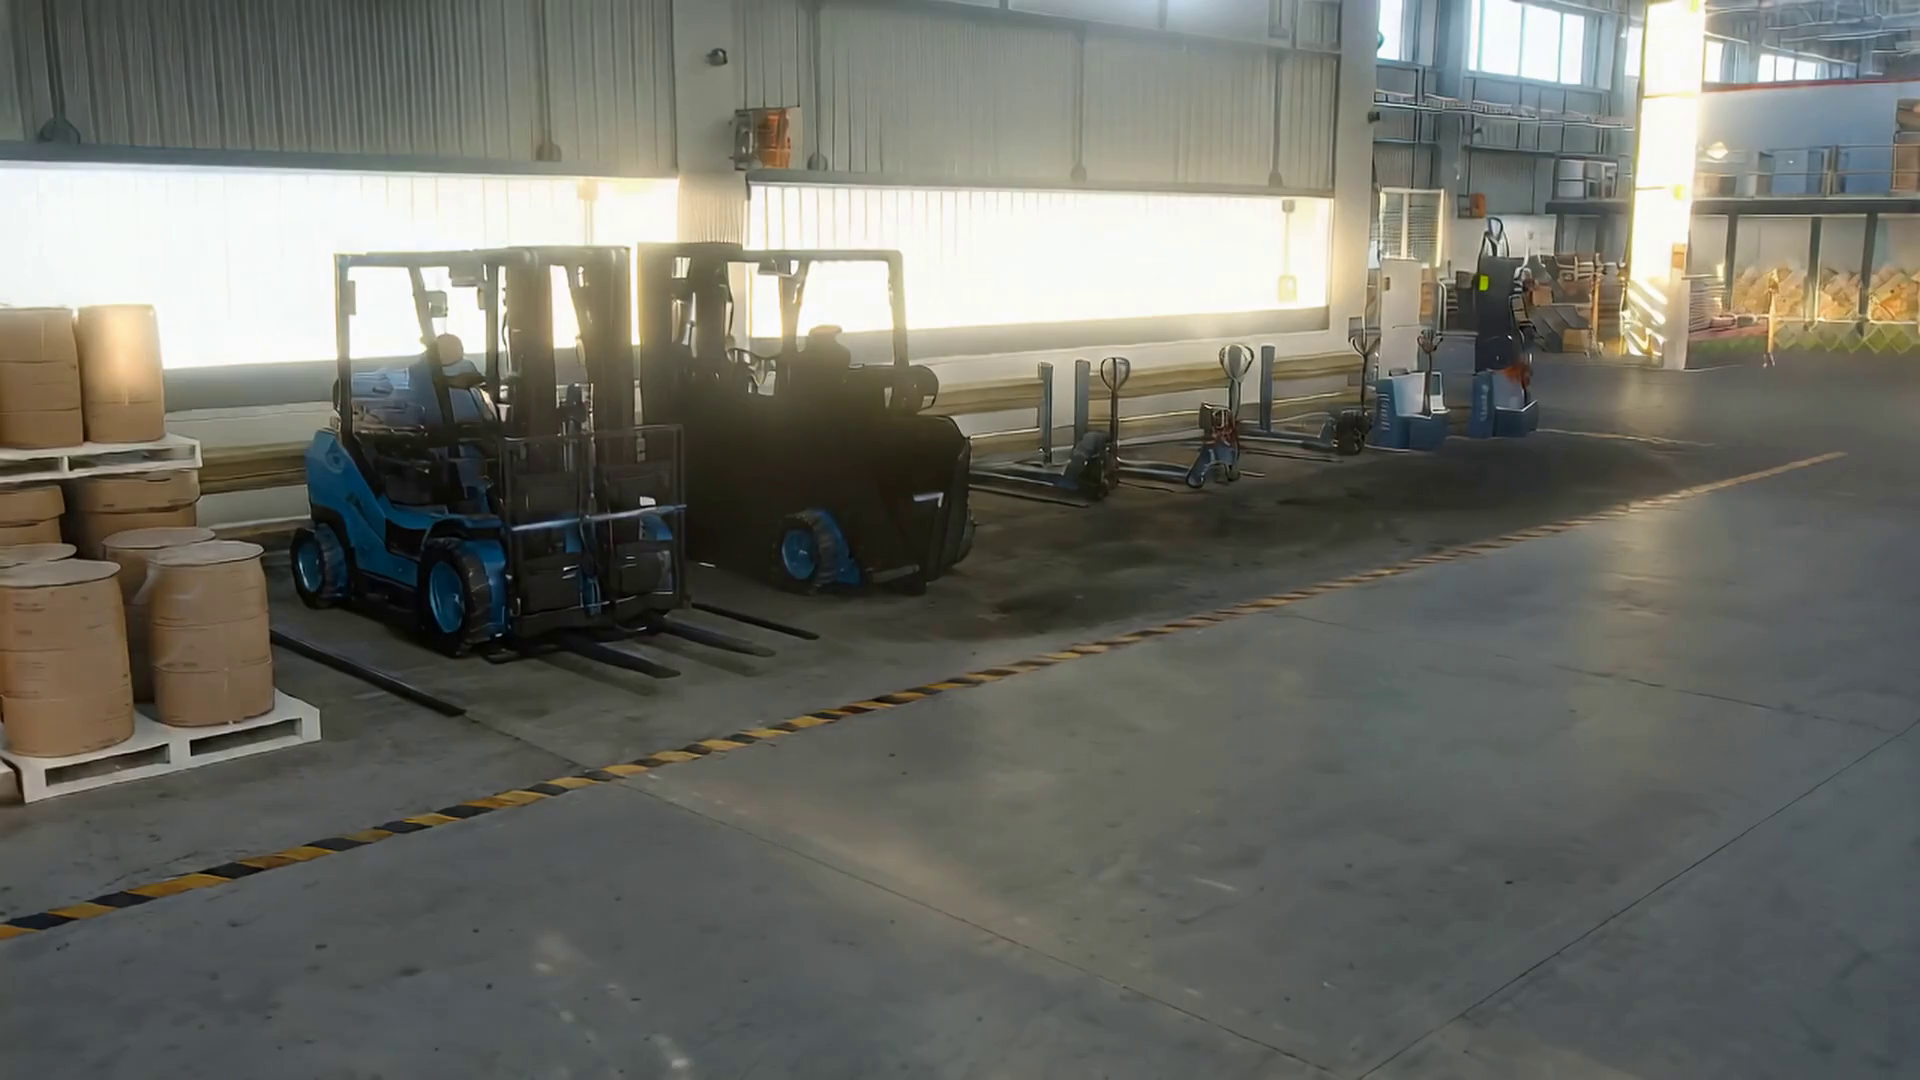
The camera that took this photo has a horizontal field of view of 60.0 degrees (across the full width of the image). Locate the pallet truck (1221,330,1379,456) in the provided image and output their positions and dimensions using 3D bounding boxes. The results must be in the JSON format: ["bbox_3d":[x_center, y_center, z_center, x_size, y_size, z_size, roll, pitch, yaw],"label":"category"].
[{"bbox_3d":[3.563,-1.581,17.381,0.653,1.274,1.630,-10,14,-44],"label":"pallet truck"}]

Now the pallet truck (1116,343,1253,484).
[{"bbox_3d":[1.962,-1.215,15.415,1.522,1.261,0.704,10,14,43],"label":"pallet truck"}]

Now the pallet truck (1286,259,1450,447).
[{"bbox_3d":[4.493,-2.078,18.196,0.823,1.965,1.885,-9,14,-40],"label":"pallet truck"}]

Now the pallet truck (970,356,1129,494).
[{"bbox_3d":[0.784,-1.085,14.876,0.680,1.201,1.601,-10,14,-44],"label":"pallet truck"}]

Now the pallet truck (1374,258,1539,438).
[{"bbox_3d":[5.704,-2.208,18.901,1.885,1.965,0.823,10,14,43],"label":"pallet truck"}]

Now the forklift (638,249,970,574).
[{"bbox_3d":[-1.173,-0.958,11.239,2.680,1.987,1.157,10,14,43],"label":"forklift"}]

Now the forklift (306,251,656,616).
[{"bbox_3d":[-2.833,-0.669,9.694,1.157,1.987,2.680,-10,14,-44],"label":"forklift"}]
